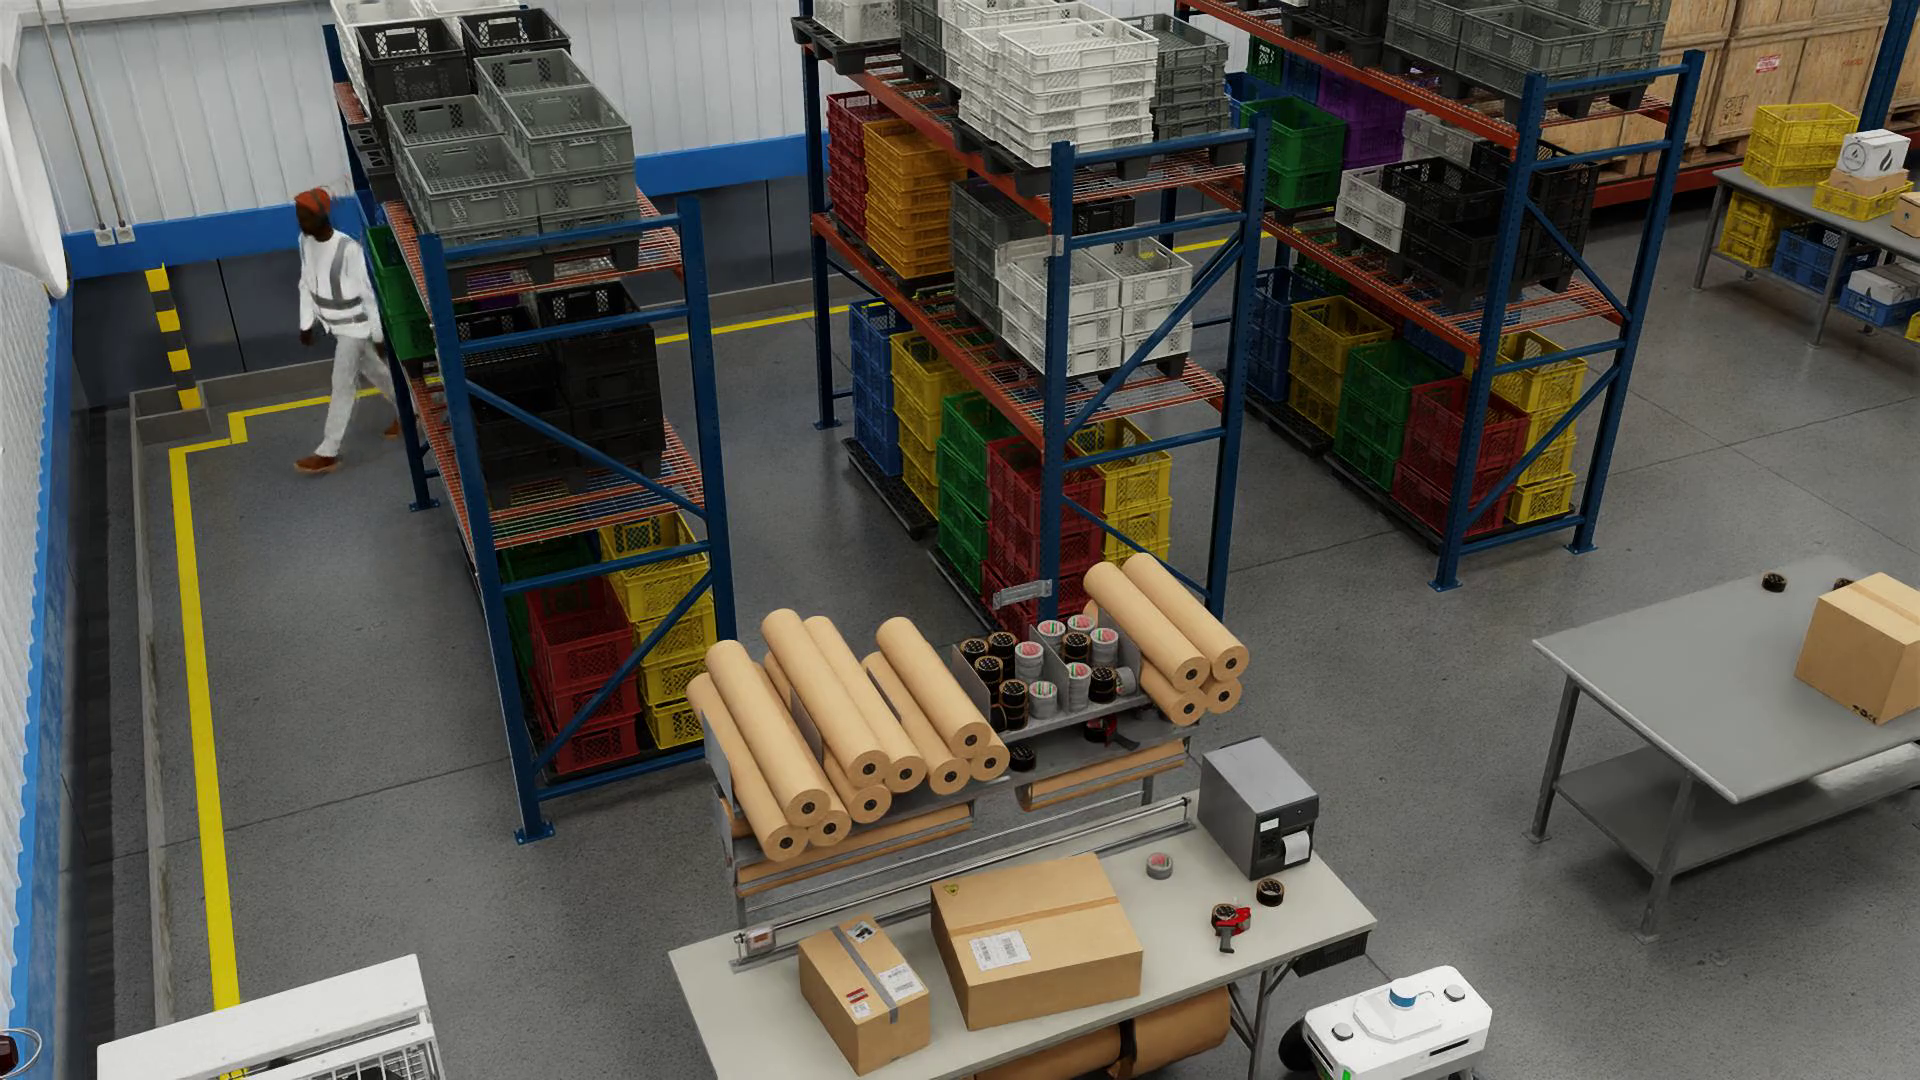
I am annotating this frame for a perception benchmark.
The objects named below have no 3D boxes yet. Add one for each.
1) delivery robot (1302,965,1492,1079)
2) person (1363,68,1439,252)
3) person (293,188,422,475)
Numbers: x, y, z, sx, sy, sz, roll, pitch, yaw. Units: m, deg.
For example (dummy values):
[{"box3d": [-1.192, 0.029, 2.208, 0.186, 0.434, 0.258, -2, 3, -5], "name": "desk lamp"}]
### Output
[{"box3d": [1.700, 1.914, 6.480, 0.707, 0.478, 0.477, -12, 34, -19], "name": "delivery robot"}, {"box3d": [3.595, -3.352, 13.821, 0.625, 1.933, 0.374, 26, 40, 35], "name": "person"}, {"box3d": [-3.999, -1.376, 10.703, 0.600, 1.830, 1.007, 24, 39, 33], "name": "person"}]
